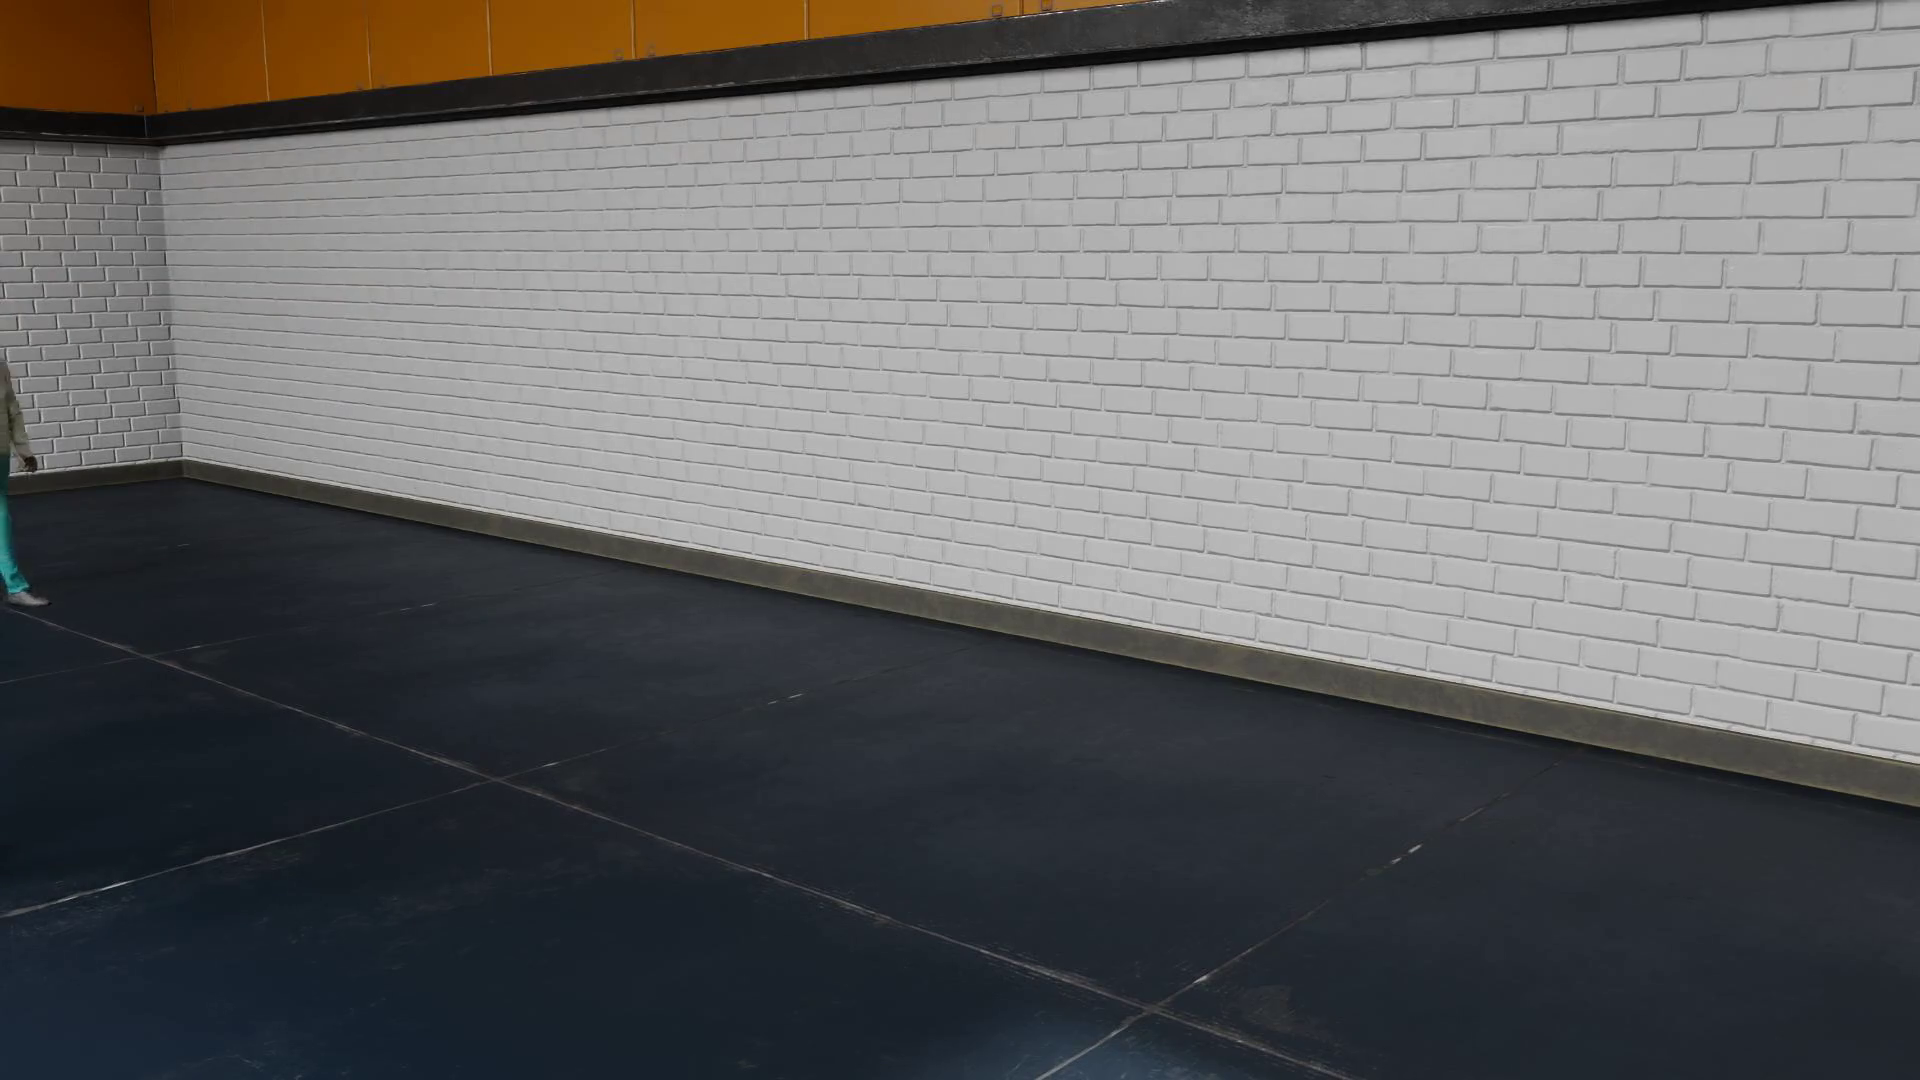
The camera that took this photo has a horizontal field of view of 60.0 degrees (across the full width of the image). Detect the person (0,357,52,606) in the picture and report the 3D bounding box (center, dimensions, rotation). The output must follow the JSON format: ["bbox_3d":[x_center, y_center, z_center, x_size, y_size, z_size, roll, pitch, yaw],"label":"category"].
[{"bbox_3d":[-5.612,-0.492,9.446,0.831,1.738,0.522,1,10,8],"label":"person"}]
